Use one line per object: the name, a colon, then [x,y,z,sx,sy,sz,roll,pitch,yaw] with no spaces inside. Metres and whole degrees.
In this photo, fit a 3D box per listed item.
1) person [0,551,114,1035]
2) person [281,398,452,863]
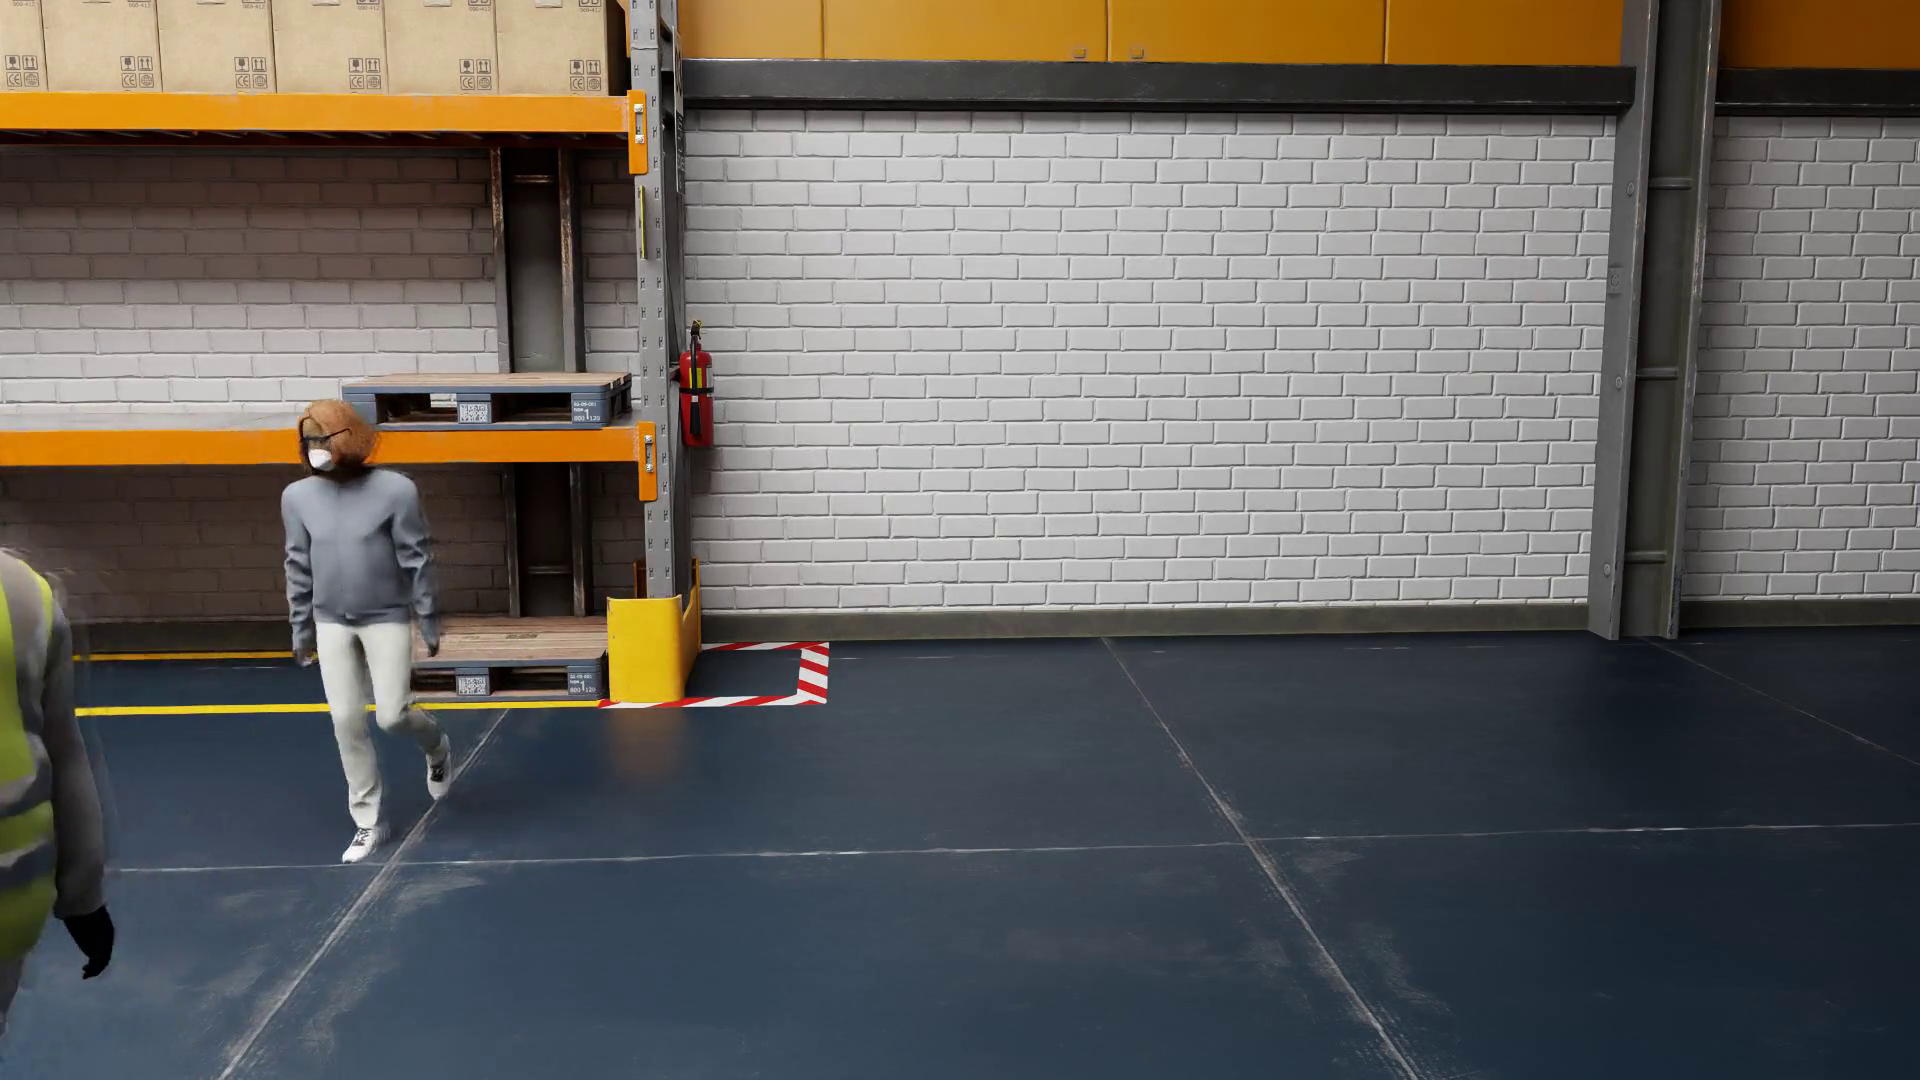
person: [-1.795,0.681,2.791,0.495,1.818,0.648,4,10,22]
person: [-2.089,0.292,5.896,0.535,1.604,0.551,1,9,4]
